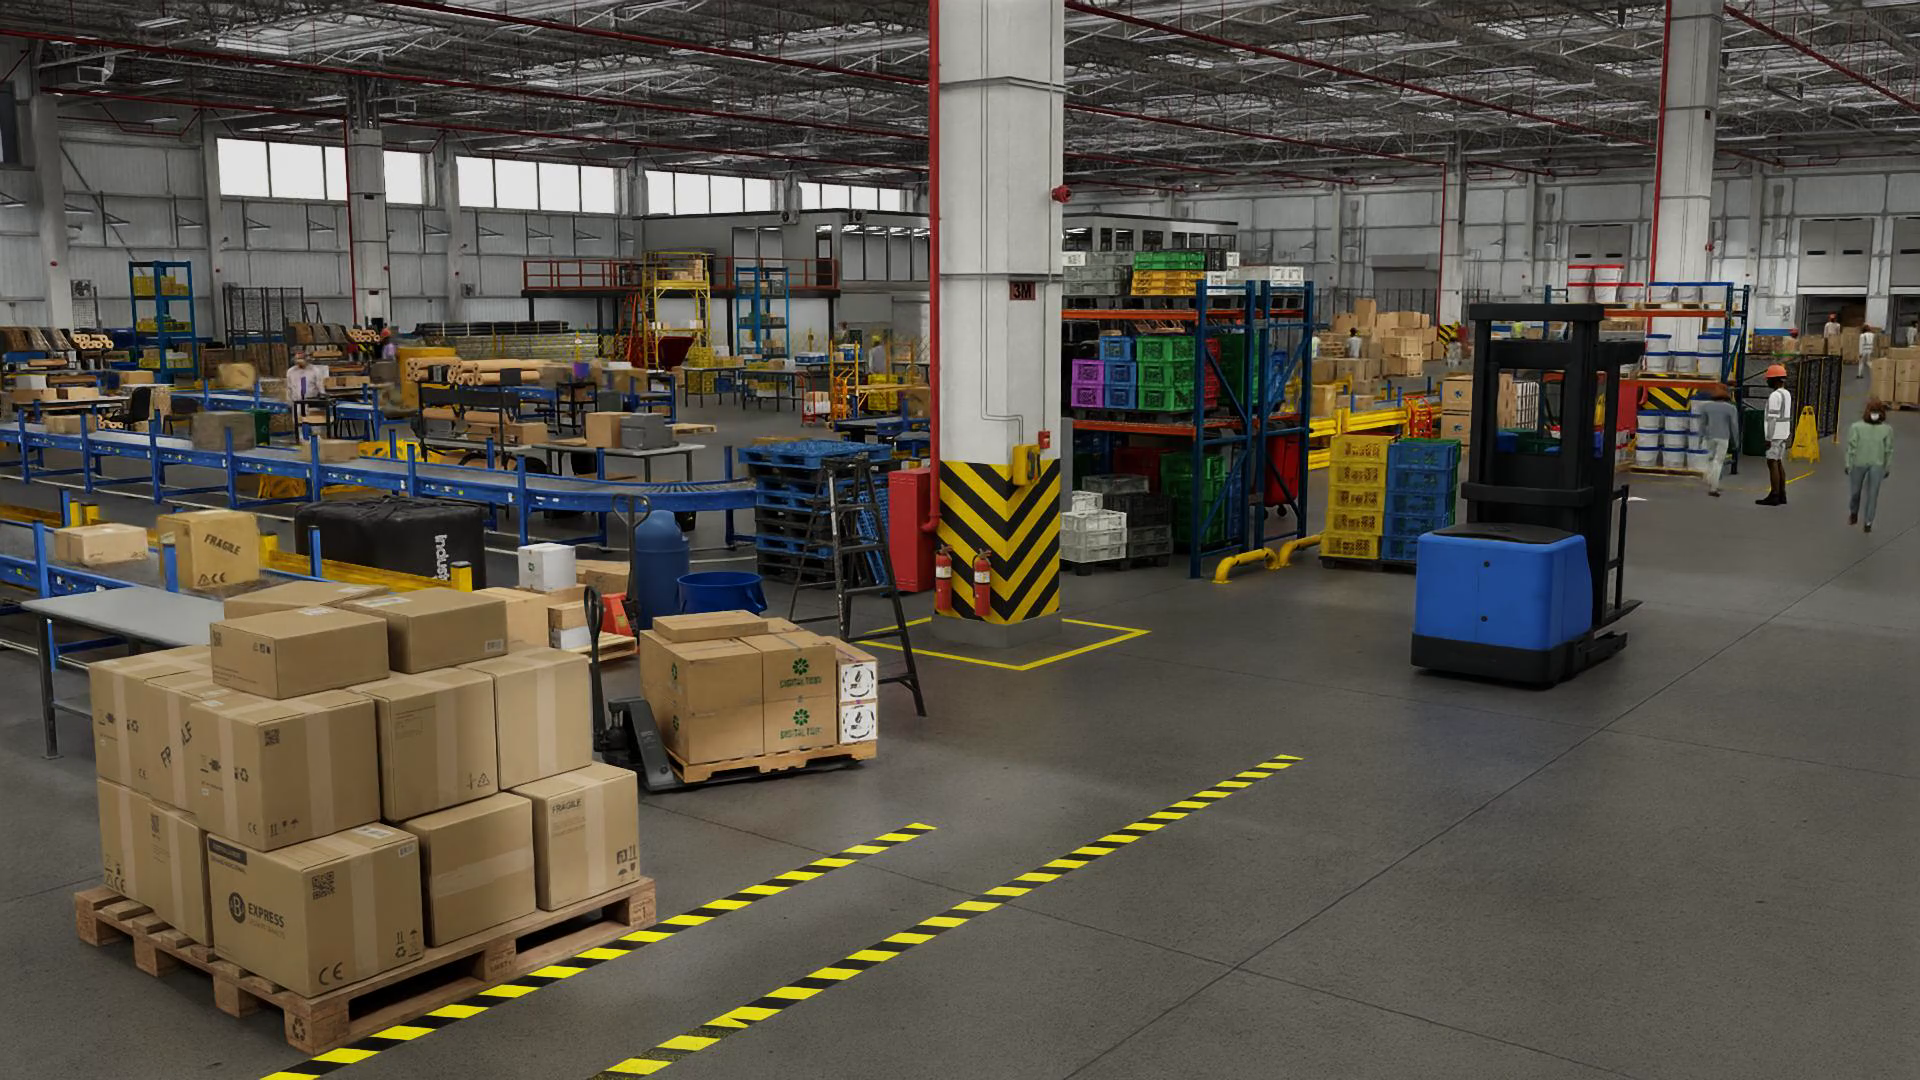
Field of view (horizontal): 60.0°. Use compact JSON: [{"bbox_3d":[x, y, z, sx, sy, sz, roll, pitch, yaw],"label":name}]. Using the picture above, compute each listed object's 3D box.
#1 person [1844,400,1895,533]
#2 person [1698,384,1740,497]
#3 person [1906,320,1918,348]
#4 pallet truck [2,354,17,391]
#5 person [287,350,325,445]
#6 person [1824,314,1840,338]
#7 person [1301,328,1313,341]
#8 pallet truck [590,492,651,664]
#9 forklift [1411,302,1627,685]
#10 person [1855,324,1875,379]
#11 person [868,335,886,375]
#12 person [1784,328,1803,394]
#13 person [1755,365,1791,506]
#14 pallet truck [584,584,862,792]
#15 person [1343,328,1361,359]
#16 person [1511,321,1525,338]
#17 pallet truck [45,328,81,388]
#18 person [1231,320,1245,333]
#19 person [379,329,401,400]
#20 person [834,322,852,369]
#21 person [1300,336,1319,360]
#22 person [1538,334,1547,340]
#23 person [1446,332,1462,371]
[{"bbox_3d":[11.071,-0.912,20.270,0.519,1.615,0.576,4,9,25],"label":"person"},{"bbox_3d":[10.860,-1.419,23.720,0.707,1.603,0.529,-7,11,-41],"label":"person"},{"bbox_3d":[38.003,-7.878,66.494,0.635,1.844,0.530,-3,9,-18],"label":"person"},{"bbox_3d":[-24.881,-4.417,42.634,1.885,1.965,0.823,8,11,41],"label":"pallet truck"},{"bbox_3d":[-11.595,-2.408,29.454,0.666,1.897,0.395,0,8,0],"label":"person"},{"bbox_3d":[37.681,-8.759,71.910,0.609,1.996,0.379,5,10,31],"label":"person"},{"bbox_3d":[14.883,-8.567,71.098,0.818,1.858,0.583,-6,10,-35],"label":"person"},{"bbox_3d":[-3.115,0.344,12.883,0.653,1.274,1.630,7,11,37],"label":"pallet truck"},{"bbox_3d":[4.379,-0.438,12.852,1.129,2.768,1.873,7,11,37],"label":"forklift"},{"bbox_3d":[30.618,-6.350,56.119,0.595,1.863,0.645,-2,9,-14],"label":"person"},{"bbox_3d":[-2.123,-4.442,43.425,0.598,1.816,0.694,-4,10,-28],"label":"person"},{"bbox_3d":[23.922,-5.118,47.660,0.786,1.905,0.575,-5,10,-32],"label":"person"},{"bbox_3d":[11.156,-1.433,22.790,0.399,1.925,0.543,7,11,41],"label":"person"},{"bbox_3d":[-1.426,0.805,10.019,1.601,1.201,0.680,-4,9,-26],"label":"pallet truck"},{"bbox_3d":[11.918,-5.541,50.787,0.530,1.825,0.857,-3,9,-22],"label":"person"},{"bbox_3d":[25.098,-9.116,74.897,0.629,1.820,0.564,2,9,10],"label":"person"},{"bbox_3d":[-23.775,-4.544,43.495,1.885,1.965,0.823,6,10,35],"label":"pallet truck"},{"bbox_3d":[10.510,-7.374,62.867,0.540,1.916,0.855,3,9,22],"label":"person"},{"bbox_3d":[-14.175,-4.254,41.495,0.856,2.022,0.626,-7,11,-41],"label":"person"},{"bbox_3d":[-4.473,-7.344,63.065,0.672,1.809,0.530,1,8,6],"label":"person"},{"bbox_3d":[10.413,-5.406,49.587,0.630,1.906,0.439,-4,10,-27],"label":"person"},{"bbox_3d":[14.104,-4.030,40.276,0.412,1.919,0.565,6,11,37],"label":"person"},{"bbox_3d":[14.892,-5.414,50.232,0.378,1.727,0.513,-5,10,-31],"label":"person"}]
